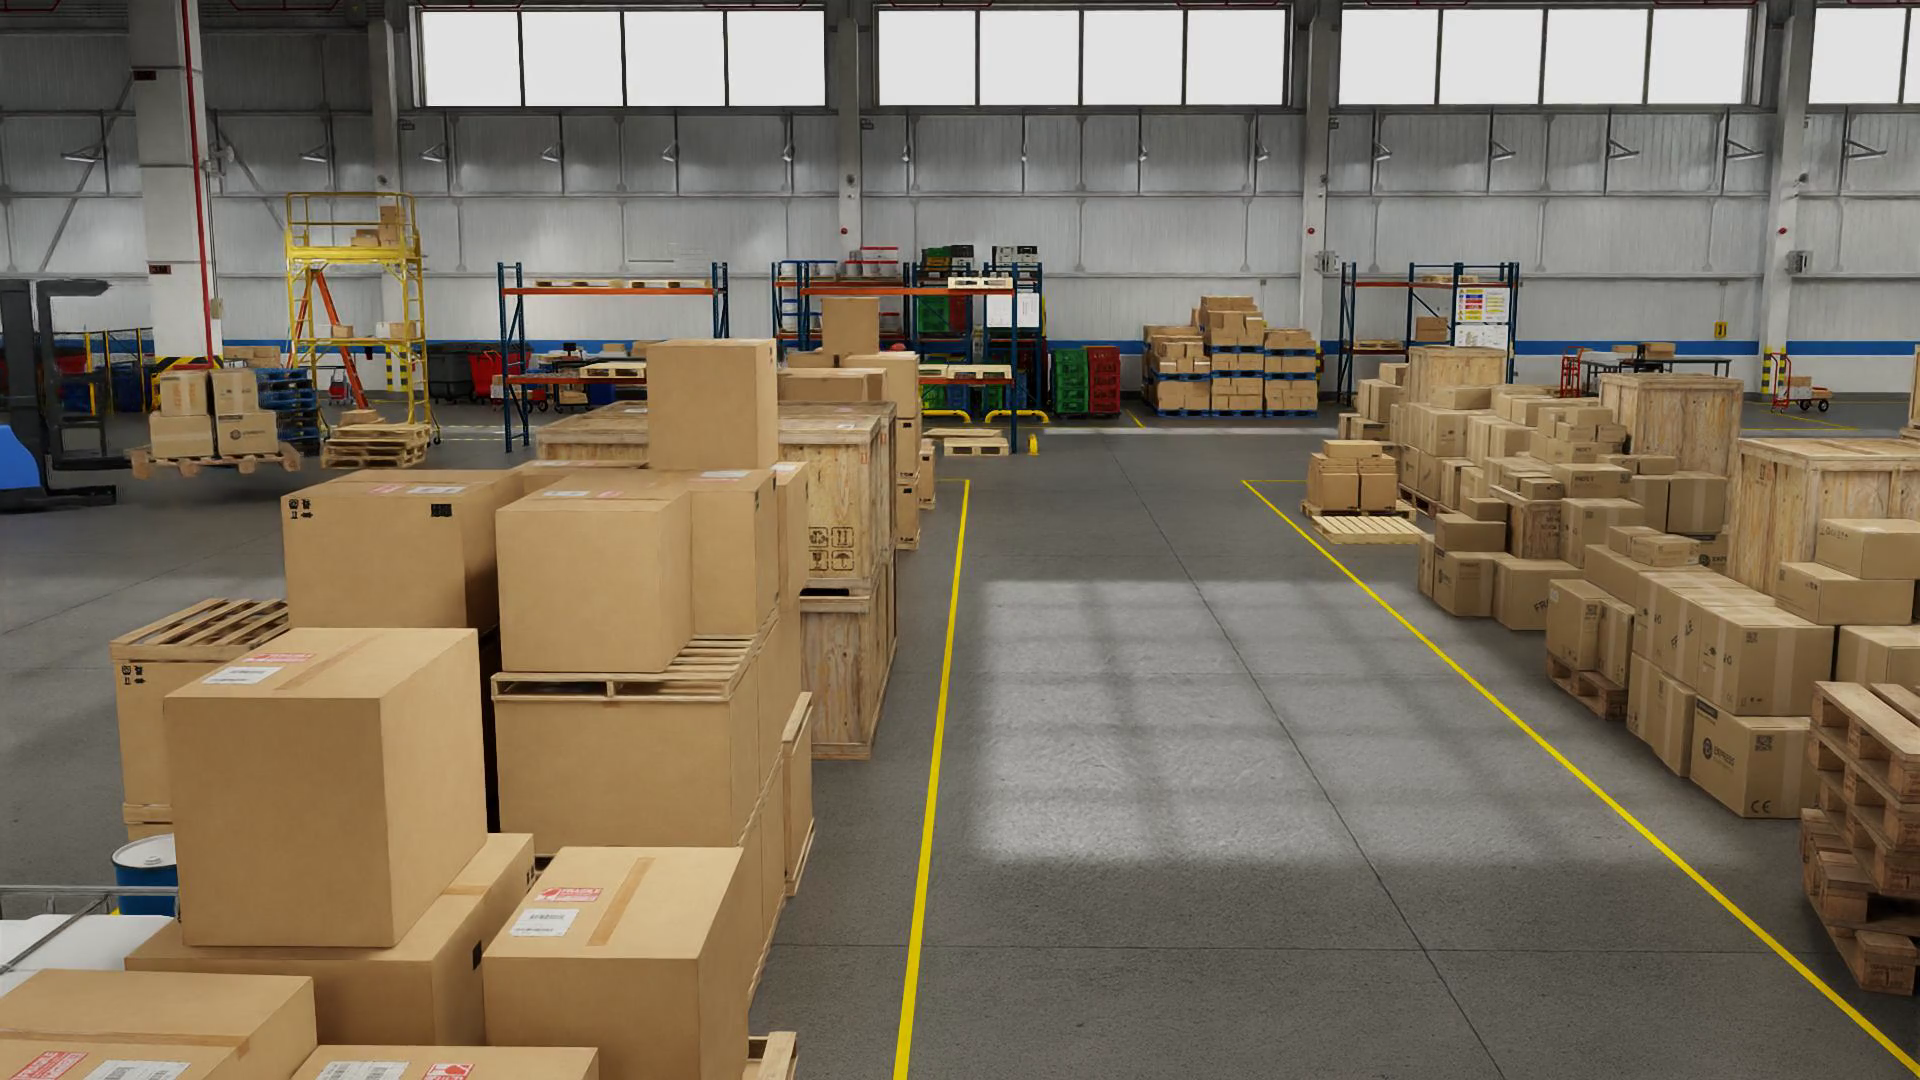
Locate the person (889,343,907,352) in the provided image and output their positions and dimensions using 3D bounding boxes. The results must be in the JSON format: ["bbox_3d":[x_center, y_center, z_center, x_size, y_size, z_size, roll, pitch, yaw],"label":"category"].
[{"bbox_3d":[-0.905,-1.815,23.420,0.519,1.913,0.540,-4,10,-21],"label":"person"}]

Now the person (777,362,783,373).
[{"bbox_3d":[-2.739,-1.849,23.596,0.569,1.910,0.655,-7,12,-38],"label":"person"}]

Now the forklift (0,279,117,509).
[{"bbox_3d":[-11.508,-1.797,20.400,1.873,2.768,1.129,-5,11,-26],"label":"forklift"}]

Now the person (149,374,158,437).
[{"bbox_3d":[-13.356,-2.581,28.020,0.643,1.897,0.958,6,11,32],"label":"person"}]
